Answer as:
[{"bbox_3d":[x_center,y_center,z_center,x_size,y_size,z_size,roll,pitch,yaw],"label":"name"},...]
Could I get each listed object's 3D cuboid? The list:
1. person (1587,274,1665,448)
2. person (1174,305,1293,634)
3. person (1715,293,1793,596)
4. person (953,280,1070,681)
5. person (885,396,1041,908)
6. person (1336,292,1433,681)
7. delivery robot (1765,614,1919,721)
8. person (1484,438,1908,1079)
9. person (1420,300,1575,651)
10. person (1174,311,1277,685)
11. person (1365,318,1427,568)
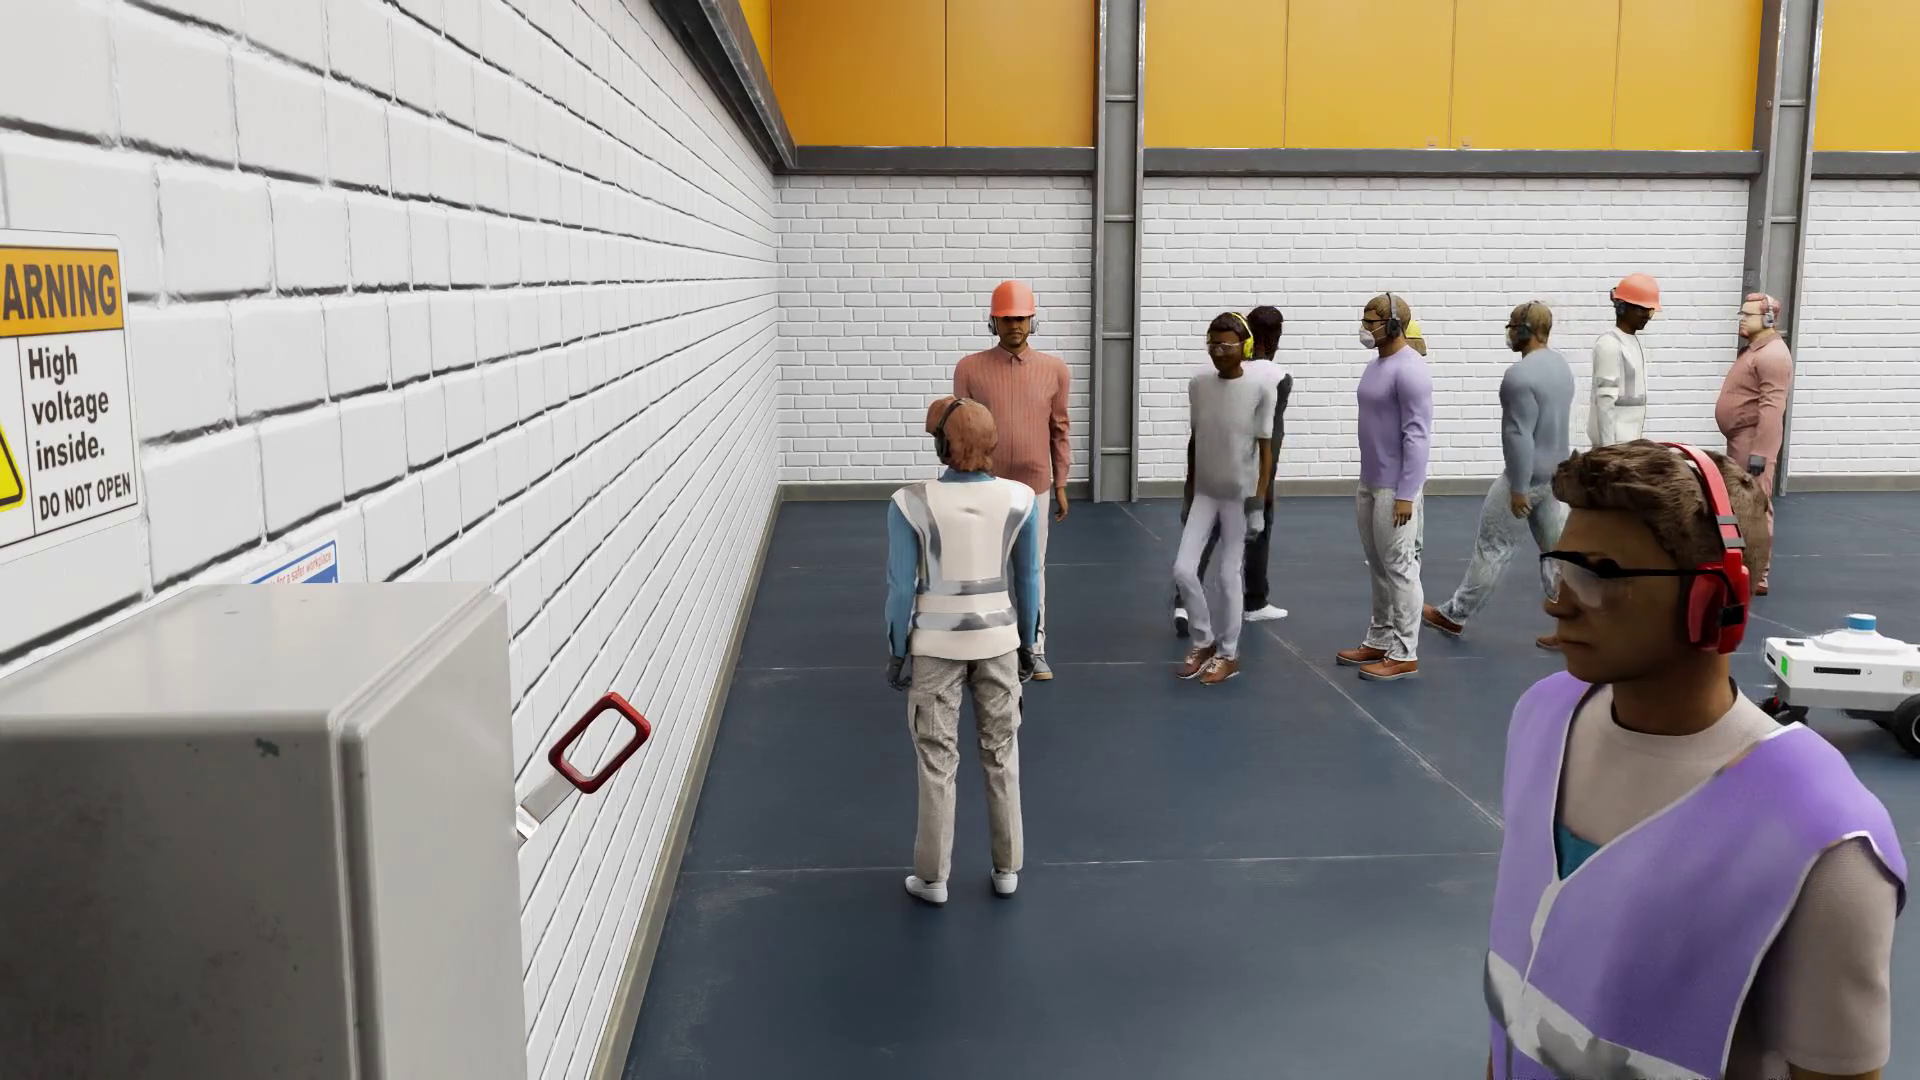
[{"bbox_3d":[4.113,-0.627,10.324,0.401,2.029,0.615,6,11,34],"label":"person"},{"bbox_3d":[1.542,-0.397,9.428,1.017,1.863,0.662,-9,12,-43],"label":"person"},{"bbox_3d":[5.002,-0.603,10.558,0.409,1.909,0.651,2,9,13],"label":"person"},{"bbox_3d":[0.252,-0.285,8.291,0.608,1.995,0.377,-1,9,-7],"label":"person"},{"bbox_3d":[0.011,0.361,5.337,0.523,1.642,0.306,-3,9,-17],"label":"person"},{"bbox_3d":[2.150,-0.266,8.348,0.356,1.938,0.633,-1,9,-5],"label":"person"},{"bbox_3d":[3.876,0.563,7.178,0.707,0.478,0.477,2,9,14],"label":"delivery robot"},{"bbox_3d":[0.799,0.802,1.929,0.396,1.847,0.564,-2,9,-14],"label":"person"},{"bbox_3d":[3.015,-0.346,9.022,0.647,1.882,0.987,-8,12,-42],"label":"person"},{"bbox_3d":[1.279,-0.189,8.152,0.532,1.847,0.469,7,11,37],"label":"person"},{"bbox_3d":[3.005,-0.646,11.348,0.294,1.744,0.486,-2,9,-10],"label":"person"}]
